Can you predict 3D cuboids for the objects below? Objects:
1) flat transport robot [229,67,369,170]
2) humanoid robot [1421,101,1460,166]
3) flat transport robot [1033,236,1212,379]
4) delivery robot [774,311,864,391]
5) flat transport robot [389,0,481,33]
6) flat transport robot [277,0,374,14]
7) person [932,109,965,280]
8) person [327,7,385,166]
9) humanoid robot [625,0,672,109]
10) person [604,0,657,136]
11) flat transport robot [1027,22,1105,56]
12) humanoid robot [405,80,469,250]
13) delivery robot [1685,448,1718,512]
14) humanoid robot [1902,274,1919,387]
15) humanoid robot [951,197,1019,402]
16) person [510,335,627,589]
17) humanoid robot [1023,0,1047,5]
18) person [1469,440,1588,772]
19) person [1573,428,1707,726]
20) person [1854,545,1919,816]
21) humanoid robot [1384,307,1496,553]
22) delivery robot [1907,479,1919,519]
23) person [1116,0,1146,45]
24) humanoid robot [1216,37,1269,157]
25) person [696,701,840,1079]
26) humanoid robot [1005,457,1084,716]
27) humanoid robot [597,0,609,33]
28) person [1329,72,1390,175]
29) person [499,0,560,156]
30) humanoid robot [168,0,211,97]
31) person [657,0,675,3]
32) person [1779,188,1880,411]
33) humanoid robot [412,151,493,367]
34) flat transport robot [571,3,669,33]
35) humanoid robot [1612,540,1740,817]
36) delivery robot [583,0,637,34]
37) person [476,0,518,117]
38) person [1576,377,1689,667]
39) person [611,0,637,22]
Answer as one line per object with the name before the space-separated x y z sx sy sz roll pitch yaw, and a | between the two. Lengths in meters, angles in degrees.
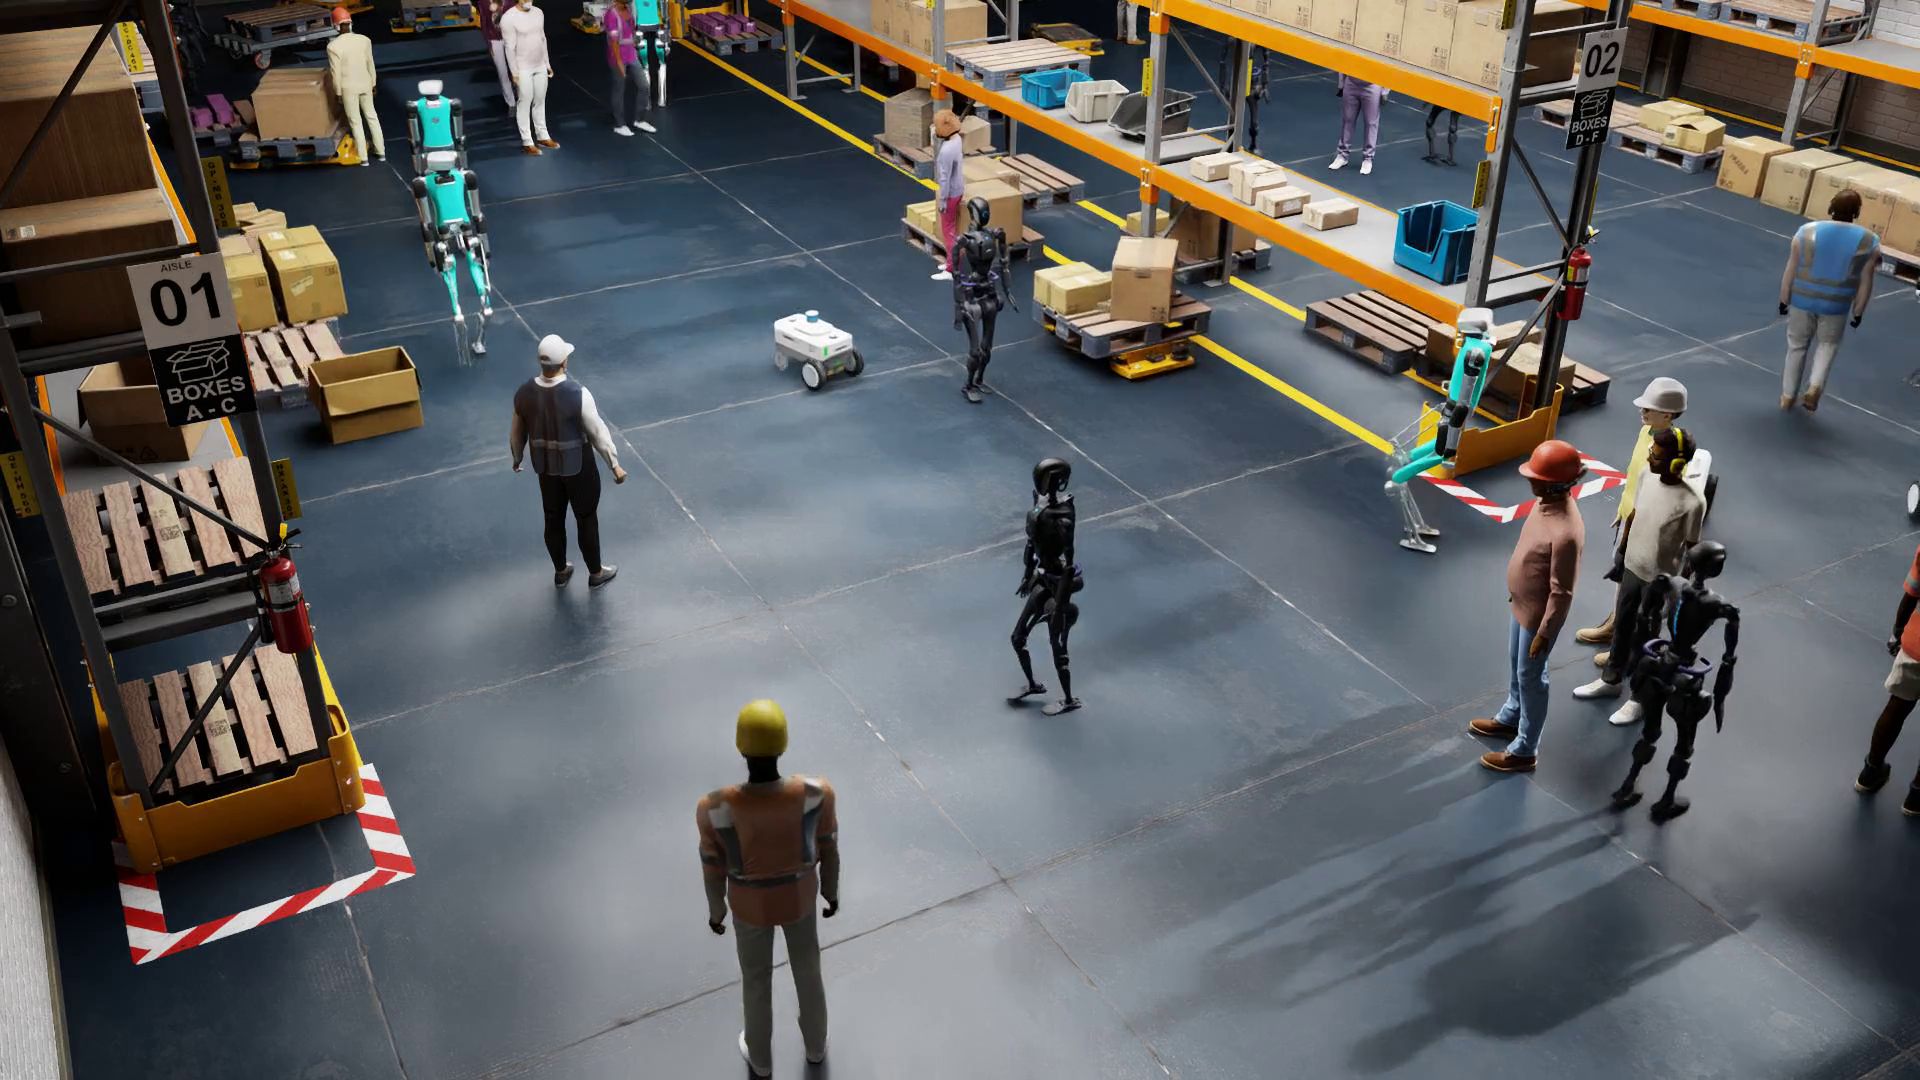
flat transport robot | -7.639 -4.499 19.242 1.431 0.231 0.659 -5 30 -8
humanoid robot | 5.575 -5.098 18.871 0.608 1.642 0.384 -10 31 -17
flat transport robot | 1.362 -1.789 14.525 0.659 0.231 1.431 -15 33 -25
delivery robot | -1.214 -1.613 13.948 0.815 0.612 0.499 26 39 38
flat transport robot | -7.852 -7.852 25.078 1.431 0.231 0.659 -11 32 -18
flat transport robot | -9.950 -8.415 26.058 1.431 0.231 0.659 16 34 26
person | -0.104 -3.263 15.725 0.291 1.627 0.504 6 30 10
person | -6.885 -5.150 18.883 0.341 1.748 0.572 20 36 31
humanoid robot | -3.871 -6.226 20.828 0.537 1.821 0.771 -4 30 -8
person | -3.951 -5.703 19.774 0.642 1.826 0.535 15 33 25
flat transport robot | 1.514 -7.201 23.946 0.659 0.231 1.431 -9 31 -15
humanoid robot | -5.104 -3.700 16.365 0.548 1.718 1.003 -9 31 -16
delivery robot | 5.101 -0.389 11.802 0.499 0.596 0.787 14 33 23
humanoid robot | 8.097 -1.998 13.444 0.552 1.778 0.830 -4 30 -7
humanoid robot | 0.198 -1.933 13.358 0.601 1.658 0.409 -20 35 -31
person | -2.555 -0.495 10.775 0.772 1.755 0.450 5 30 9
humanoid robot | 1.124 -9.289 26.173 0.608 1.649 0.363 11 32 19
person | 3.115 0.361 9.054 0.394 1.989 0.620 3 30 5
person | 3.907 0.207 9.456 0.311 1.858 0.526 -11 32 -19
person | 5.186 0.585 8.707 0.383 1.952 0.611 -23 37 -34
humanoid robot | 3.139 -0.755 11.179 0.692 1.732 0.530 10 31 16
delivery robot | 6.998 -0.263 11.599 0.499 0.614 0.817 6 30 11
person | 2.479 -8.110 23.905 0.386 1.889 0.569 -12 32 -21
humanoid robot | 3.259 -5.222 19.084 0.606 1.638 0.395 7 31 12
person | -0.800 1.508 7.123 0.592 1.922 0.383 -8 31 -14
humanoid robot | 0.515 0.285 9.505 0.424 1.648 0.600 -10 31 -17
humanoid robot | -5.131 -8.256 24.321 0.534 1.788 0.816 -5 30 -9
person | 4.507 -5.061 18.578 0.639 1.908 0.413 17 34 28
person | -4.967 -5.449 19.227 0.372 1.934 0.626 17 34 27
humanoid robot | -10.032 -6.559 21.412 0.458 1.641 0.586 12 32 20
person | -4.643 -9.228 25.981 0.561 1.752 0.331 -2 30 -3
person | 6.763 -1.849 13.070 0.633 1.823 0.501 14 33 22
humanoid robot | -4.178 -2.259 13.983 0.545 1.897 0.761 -12 32 -19
flat transport robot | -5.093 -7.898 25.159 1.431 0.231 0.659 -16 33 -25
humanoid robot | 3.775 0.724 8.743 0.394 1.663 0.585 -21 36 -32
delivery robot | -5.246 -7.907 24.868 0.757 0.576 0.499 -18 35 -29
person | -5.651 -6.187 20.515 0.491 1.928 0.459 -5 30 -9
person | 4.084 -0.101 9.960 0.398 1.889 0.482 -2 30 -3
person | -4.855 -7.930 23.682 0.636 1.788 0.638 -1 30 -1
